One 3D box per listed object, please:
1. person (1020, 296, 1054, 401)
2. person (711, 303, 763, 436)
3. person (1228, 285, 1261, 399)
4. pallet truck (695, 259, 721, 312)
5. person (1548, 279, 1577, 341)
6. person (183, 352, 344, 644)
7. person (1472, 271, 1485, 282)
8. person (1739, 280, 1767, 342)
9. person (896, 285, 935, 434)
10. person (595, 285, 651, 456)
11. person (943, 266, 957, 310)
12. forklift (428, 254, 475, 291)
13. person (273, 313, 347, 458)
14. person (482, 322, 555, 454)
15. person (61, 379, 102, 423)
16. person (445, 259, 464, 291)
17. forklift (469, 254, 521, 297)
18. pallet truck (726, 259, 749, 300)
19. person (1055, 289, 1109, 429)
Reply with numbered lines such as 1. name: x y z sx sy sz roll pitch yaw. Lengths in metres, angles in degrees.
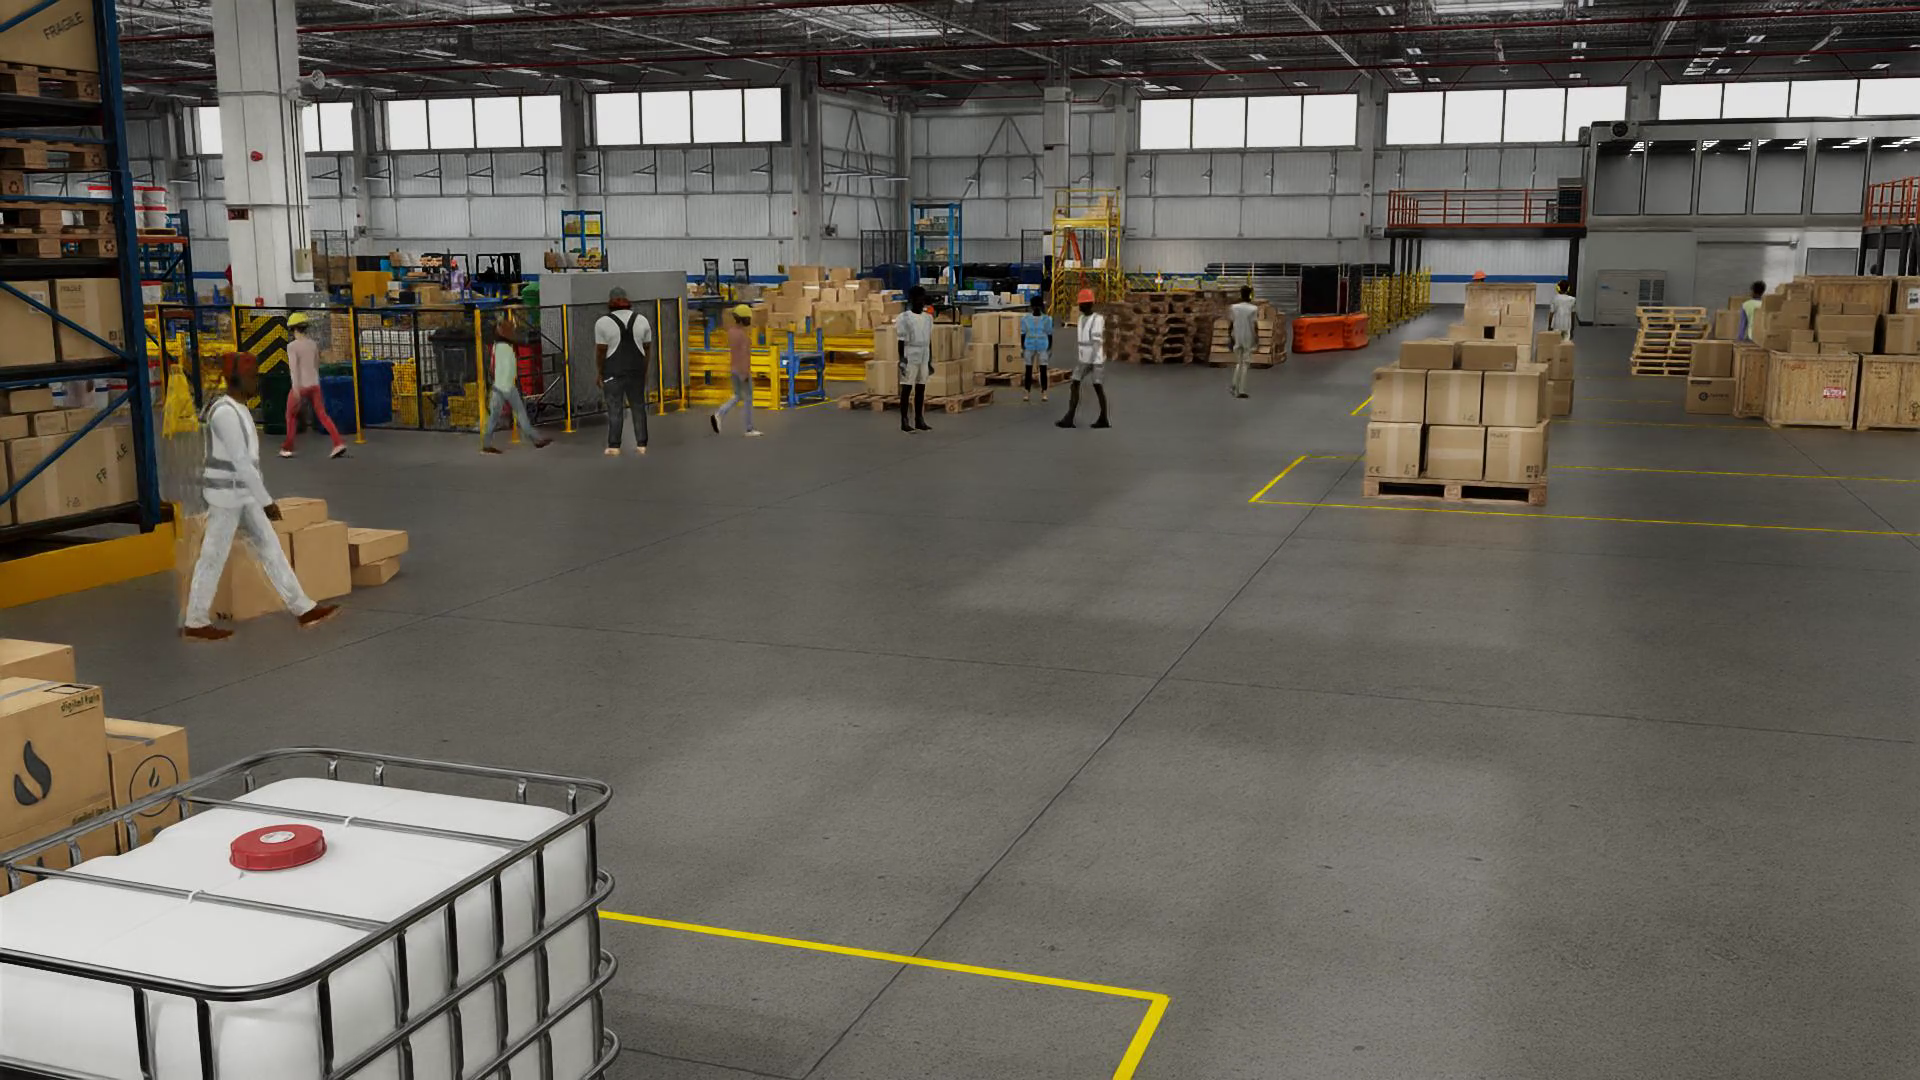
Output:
1. person: 1.231 -3.068 26.710 0.540 1.692 0.321 1 10 7
2. person: -2.908 -2.205 21.658 0.617 1.749 0.533 -7 12 -34
3. person: 4.649 -3.225 27.129 0.501 1.855 0.431 9 13 41
4. pallet truck: -9.165 -9.627 62.776 0.823 1.965 1.885 4 11 23
5. person: 11.247 -3.930 31.094 0.504 1.862 0.329 1 10 3
6. person: -4.479 -0.260 10.470 0.984 1.830 0.566 -2 10 -10
7. person: 11.577 -5.036 37.128 0.396 1.929 0.541 4 11 22
8. person: 13.187 -3.319 27.488 0.612 1.921 0.389 1 10 3
9. person: -0.586 -2.408 22.203 0.603 1.966 0.372 -9 13 -41
10. person: -4.045 -2.029 19.862 0.672 2.000 0.536 -6 12 -30
11. person: -0.377 -9.844 64.257 0.408 1.908 0.643 -9 13 -41
12. forklift: -20.133 -10.254 65.465 1.157 1.987 2.680 3 11 19
13. person: -7.656 -1.810 19.543 0.916 1.722 0.525 4 11 19
14. person: -5.376 -1.827 19.986 0.873 1.575 0.511 -6 12 -32
15. person: -10.550 -1.977 19.858 0.733 1.948 0.386 5 11 25
16. person: -16.638 -8.216 54.743 0.607 2.035 0.412 0 10 -1
17. forklift: -17.990 -10.121 64.684 1.157 1.987 2.680 3 11 17
18. pallet truck: -7.986 -9.493 62.019 0.823 1.965 1.885 3 11 17
19. person: 1.679 -2.441 22.585 0.922 1.899 0.564 -7 12 -36
